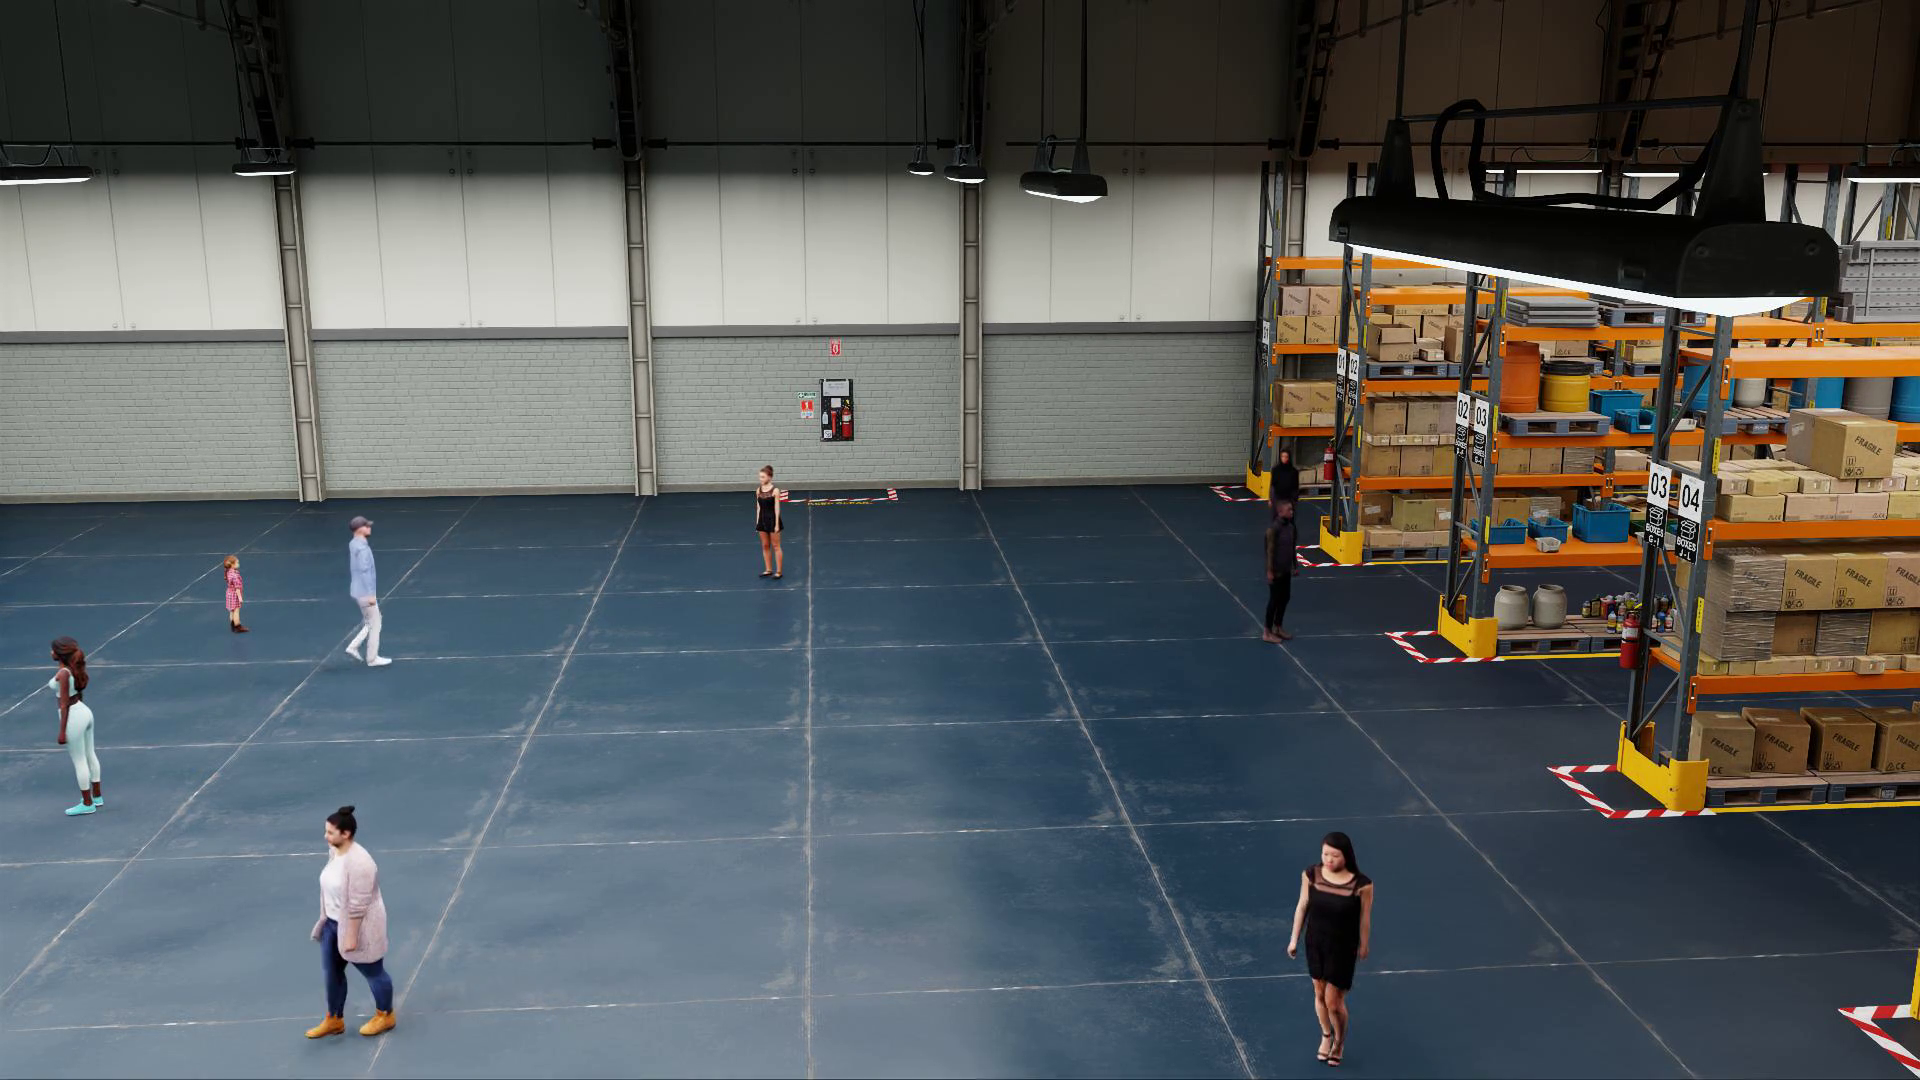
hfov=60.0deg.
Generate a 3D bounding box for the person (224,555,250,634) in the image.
[{"bbox_3d":[-9.501,0.700,21.767,0.501,1.022,0.554,13,18,43],"label":"person"}]

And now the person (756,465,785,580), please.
[{"bbox_3d":[-2.796,-0.268,24.489,0.673,1.680,0.753,8,15,31],"label":"person"}]

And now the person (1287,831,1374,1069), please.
[{"bbox_3d":[2.555,2.763,11.345,0.770,1.705,0.843,9,16,33],"label":"person"}]

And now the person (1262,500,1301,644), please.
[{"bbox_3d":[4.083,0.383,21.344,0.783,1.830,0.870,-12,18,-42],"label":"person"}]

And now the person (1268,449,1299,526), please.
[{"bbox_3d":[5.127,-0.654,26.317,0.782,1.609,0.813,5,14,21],"label":"person"}]

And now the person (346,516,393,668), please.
[{"bbox_3d":[-7.279,0.638,20.142,0.876,1.877,0.811,-8,15,-30],"label":"person"}]

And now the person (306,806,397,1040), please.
[{"bbox_3d":[-4.173,2.668,11.706,1.001,1.727,0.932,-11,17,-41],"label":"person"}]

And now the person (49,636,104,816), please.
[{"bbox_3d":[-8.363,1.738,15.730,0.524,1.724,0.558,-1,13,-4],"label":"person"}]
